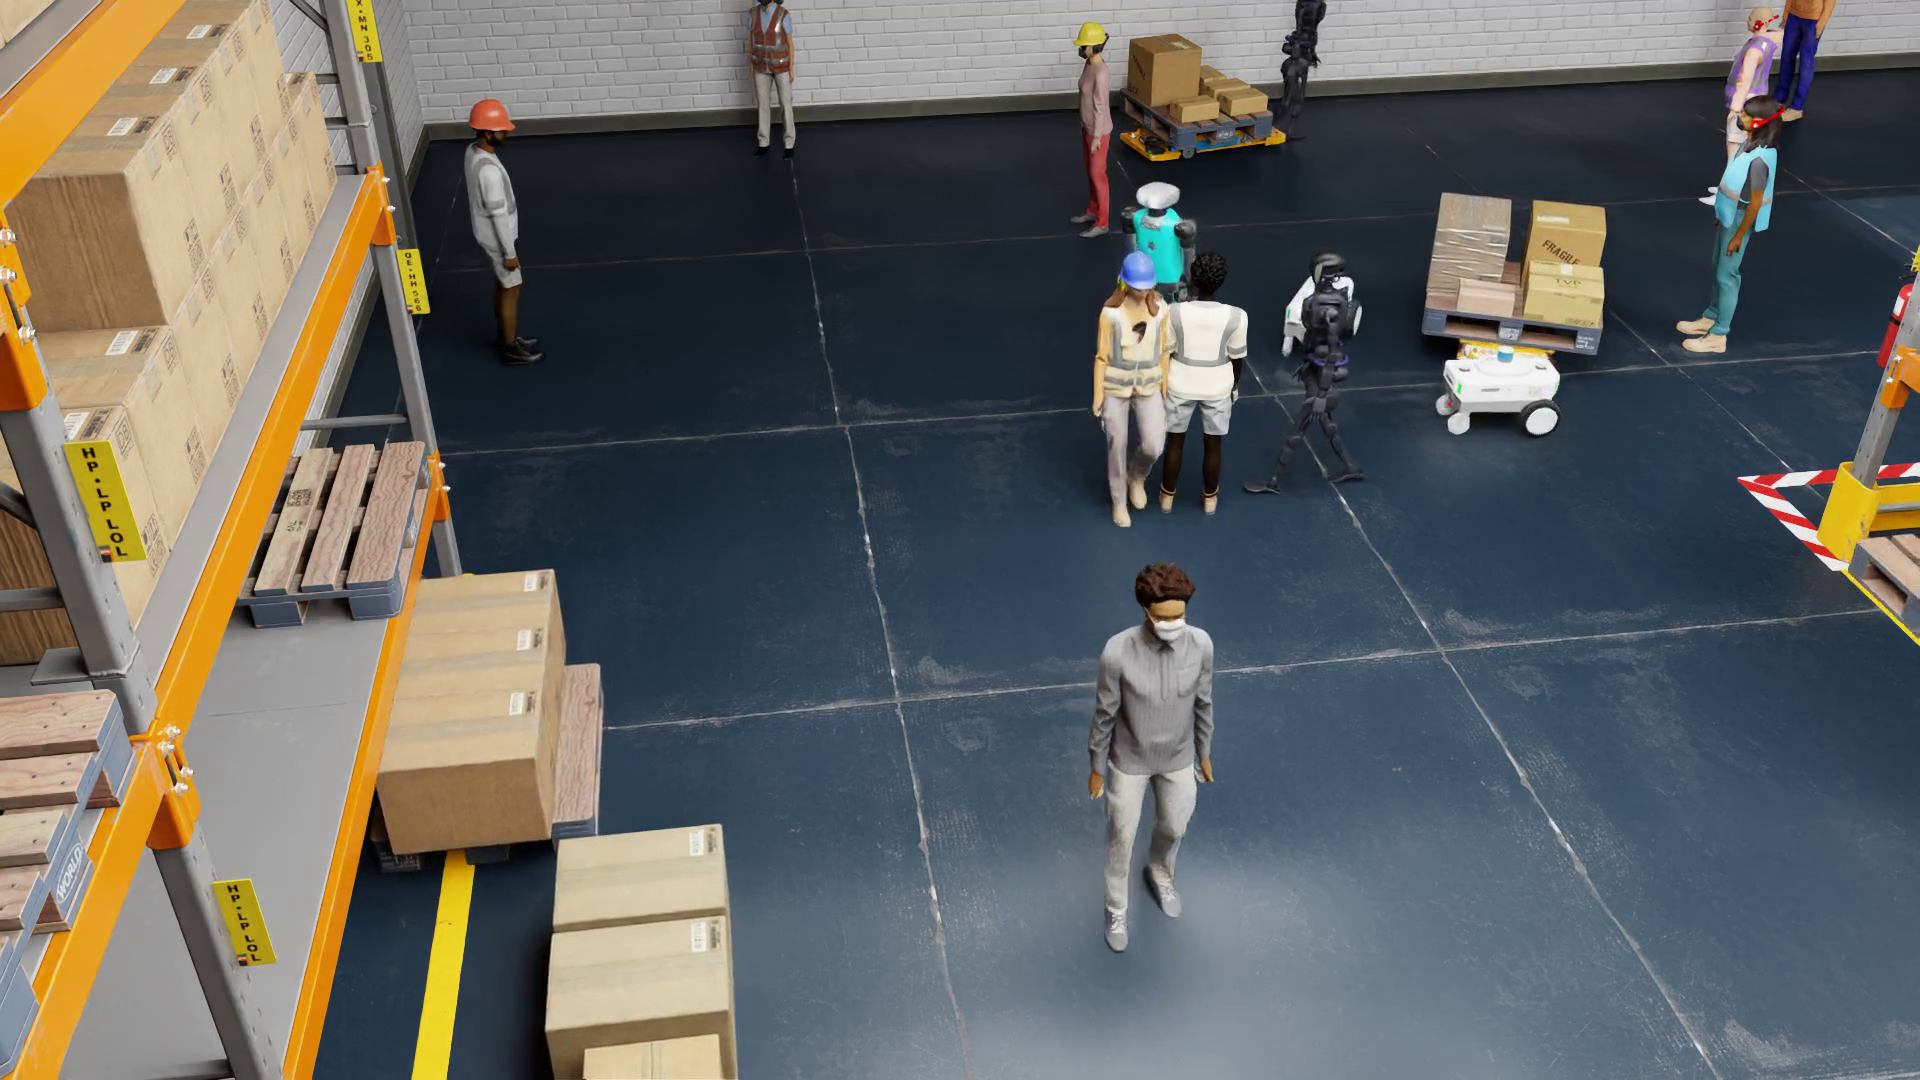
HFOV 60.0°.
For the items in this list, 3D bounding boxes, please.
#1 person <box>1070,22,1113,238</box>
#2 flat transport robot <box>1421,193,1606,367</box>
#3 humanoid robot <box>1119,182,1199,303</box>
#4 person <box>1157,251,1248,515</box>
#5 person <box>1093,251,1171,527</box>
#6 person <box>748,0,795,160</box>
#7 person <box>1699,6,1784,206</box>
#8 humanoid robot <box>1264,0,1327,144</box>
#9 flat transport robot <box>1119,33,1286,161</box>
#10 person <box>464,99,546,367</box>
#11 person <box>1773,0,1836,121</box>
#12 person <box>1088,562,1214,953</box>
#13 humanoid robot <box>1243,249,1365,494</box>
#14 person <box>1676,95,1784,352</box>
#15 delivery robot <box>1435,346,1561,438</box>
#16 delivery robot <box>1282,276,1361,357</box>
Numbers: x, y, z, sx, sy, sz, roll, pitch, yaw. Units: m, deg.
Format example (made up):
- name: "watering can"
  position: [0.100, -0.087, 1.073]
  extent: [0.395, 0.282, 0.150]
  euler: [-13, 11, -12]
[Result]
- name: "person"
  position: [1.073, -3.368, 13.654]
  extent: [0.347, 1.759, 0.520]
  euler: [-5, 33, -7]
- name: "flat transport robot"
  position: [4.001, -1.525, 12.190]
  extent: [0.659, 0.231, 1.431]
  euler: [9, 34, 14]
- name: "humanoid robot"
  position: [1.424, -1.580, 10.924]
  extent: [0.563, 1.732, 0.909]
  euler: [23, 39, 30]
- name: "person"
  position: [1.424, -0.913, 9.947]
  extent: [0.533, 1.693, 0.320]
  euler: [5, 33, 7]
- name: "person"
  position: [1.009, -0.871, 9.814]
  extent: [0.480, 1.763, 0.384]
  euler: [-4, 33, -6]
- name: "person"
  position: [-1.710, -4.313, 15.158]
  extent: [0.441, 1.689, 0.306]
  euler: [8, 34, 13]
- name: "person"
  position: [6.703, -3.709, 14.242]
  extent: [0.353, 1.685, 0.485]
  euler: [20, 38, 28]
- name: "humanoid robot"
  position: [3.124, -4.521, 15.500]
  extent: [0.479, 1.645, 0.608]
  euler: [18, 37, 25]
- name: "flat transport robot"
  position: [2.301, -3.860, 15.768]
  extent: [1.431, 0.231, 0.659]
  euler: [-12, 35, -18]
- name: "person"
  position: [-3.192, -2.130, 11.605]
  extent: [0.379, 1.926, 0.547]
  euler: [-15, 36, -21]
- name: "person"
  position: [8.178, -5.074, 16.076]
  extent: [0.406, 1.974, 0.513]
  euler: [-14, 36, -21]
- name: "person"
  position: [0.802, 0.908, 6.987]
  extent: [0.553, 1.906, 0.440]
  euler: [-6, 34, -9]
- name: "humanoid robot"
  position: [2.193, -1.020, 10.173]
  extent: [0.799, 1.620, 0.616]
  euler: [0, 33, -1]
- name: "person"
  position: [5.515, -2.232, 11.811]
  extent: [0.370, 1.865, 0.540]
  euler: [8, 34, 11]
- name: "delivery robot"
  position: [3.638, -1.004, 11.143]
  extent: [0.788, 0.610, 0.499]
  euler: [-2, 33, -2]
- name: "delivery robot"
  position: [2.618, -1.667, 12.138]
  extent: [0.499, 0.587, 0.777]
  euler: [15, 36, 21]
